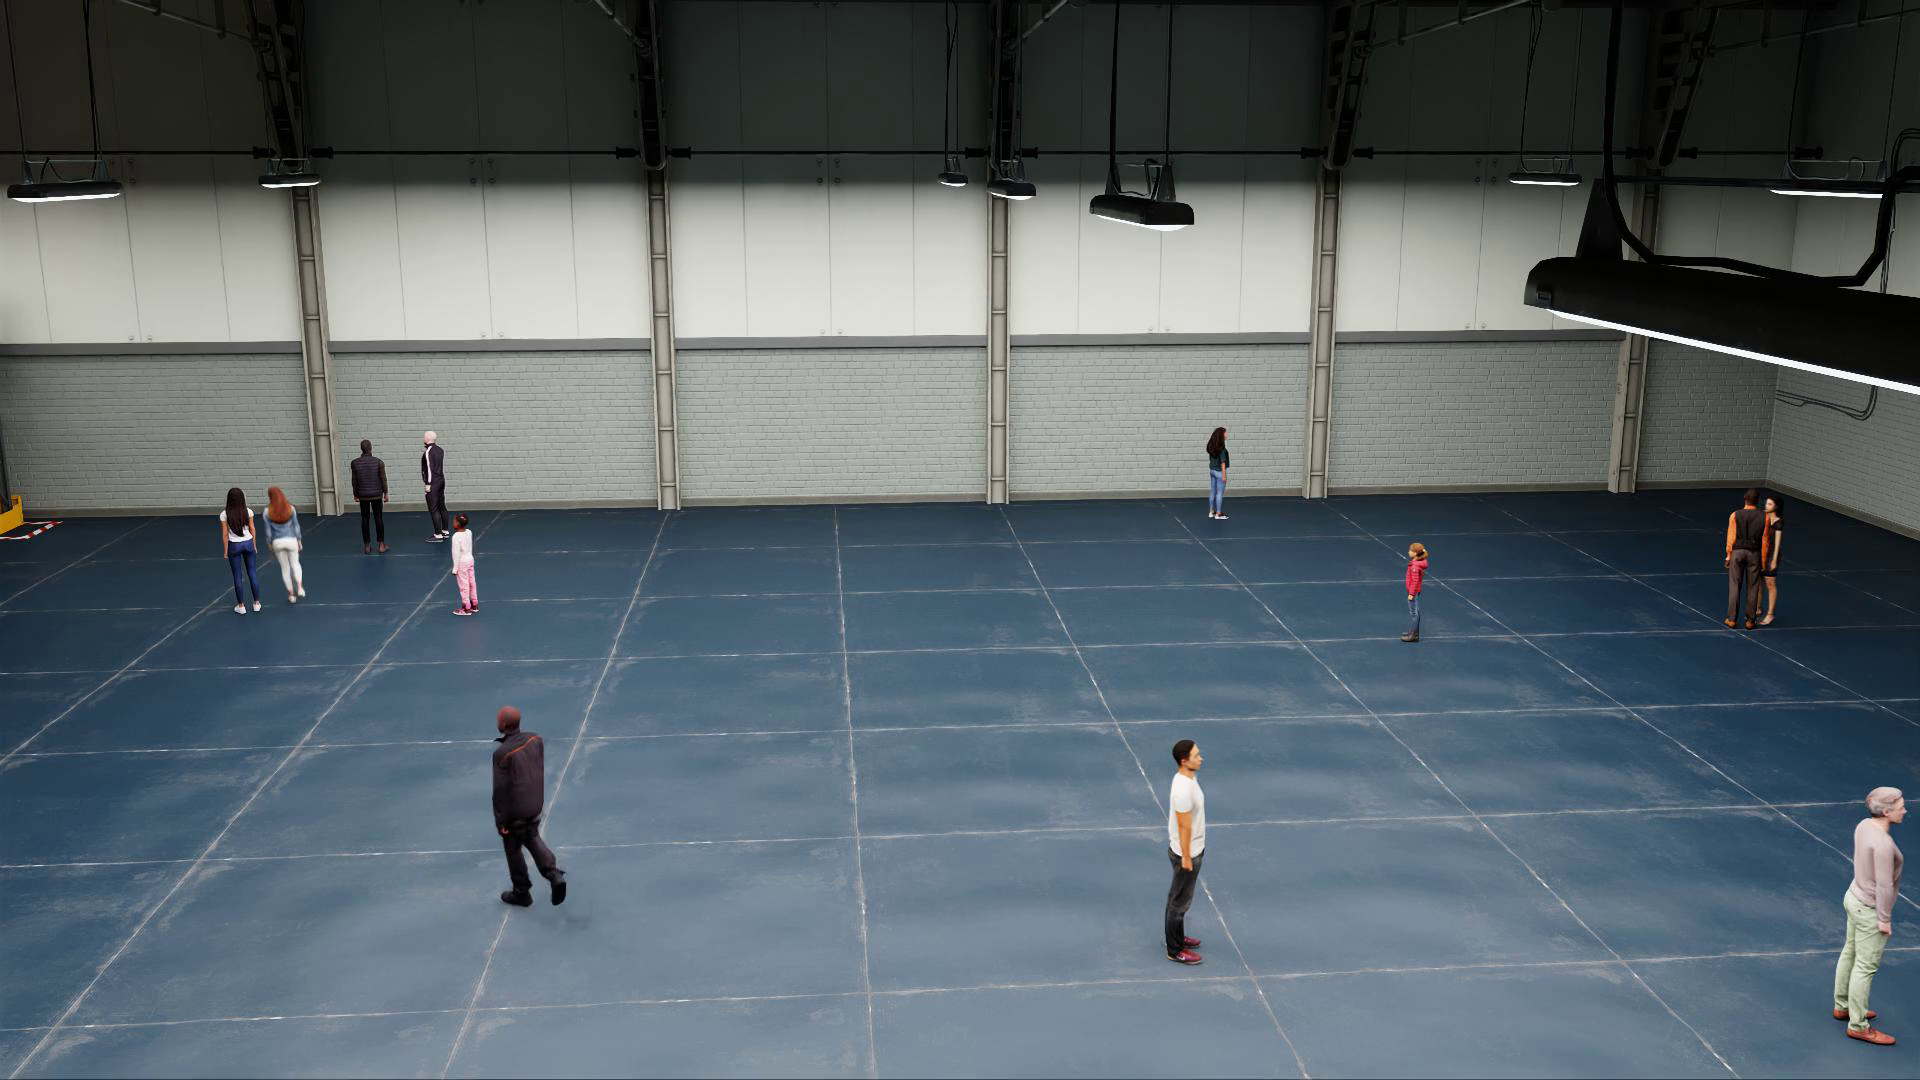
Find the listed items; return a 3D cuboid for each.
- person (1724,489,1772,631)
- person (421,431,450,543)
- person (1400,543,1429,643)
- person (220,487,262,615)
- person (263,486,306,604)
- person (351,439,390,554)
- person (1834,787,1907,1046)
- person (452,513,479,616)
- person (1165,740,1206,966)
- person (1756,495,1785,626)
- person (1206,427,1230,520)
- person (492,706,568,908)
[{"bbox_3d":[10.616,0.249,22.452,0.722,1.907,0.848,6,14,23],"label":"person"},{"bbox_3d":[-8.706,-0.903,27.583,0.645,1.836,0.729,2,13,6],"label":"person"},{"bbox_3d":[5.994,0.679,21.900,0.610,1.318,0.586,5,14,20],"label":"person"},{"bbox_3d":[-10.040,0.138,23.225,0.612,1.774,0.728,-9,16,-34],"label":"person"},{"bbox_3d":[-9.604,0.091,23.644,0.633,1.676,0.769,-5,14,-22],"label":"person"},{"bbox_3d":[-9.496,-0.713,26.764,0.480,1.835,0.745,-1,13,-6],"label":"person"},{"bbox_3d":[6.589,2.674,12.048,0.698,1.875,0.731,2,13,10],"label":"person"},{"bbox_3d":[-6.909,0.318,23.182,0.618,1.442,0.609,5,14,20],"label":"person"},{"bbox_3d":[1.775,2.443,13.204,0.616,1.805,0.684,2,13,8],"label":"person"},{"bbox_3d":[11.006,0.264,22.644,0.538,1.791,0.617,-3,13,-14],"label":"person"},{"bbox_3d":[4.543,-1.187,29.298,0.699,1.616,0.681,-6,14,-25],"label":"person"},{"bbox_3d":[-3.619,2.267,13.965,1.096,1.803,1.020,9,16,35],"label":"person"}]
